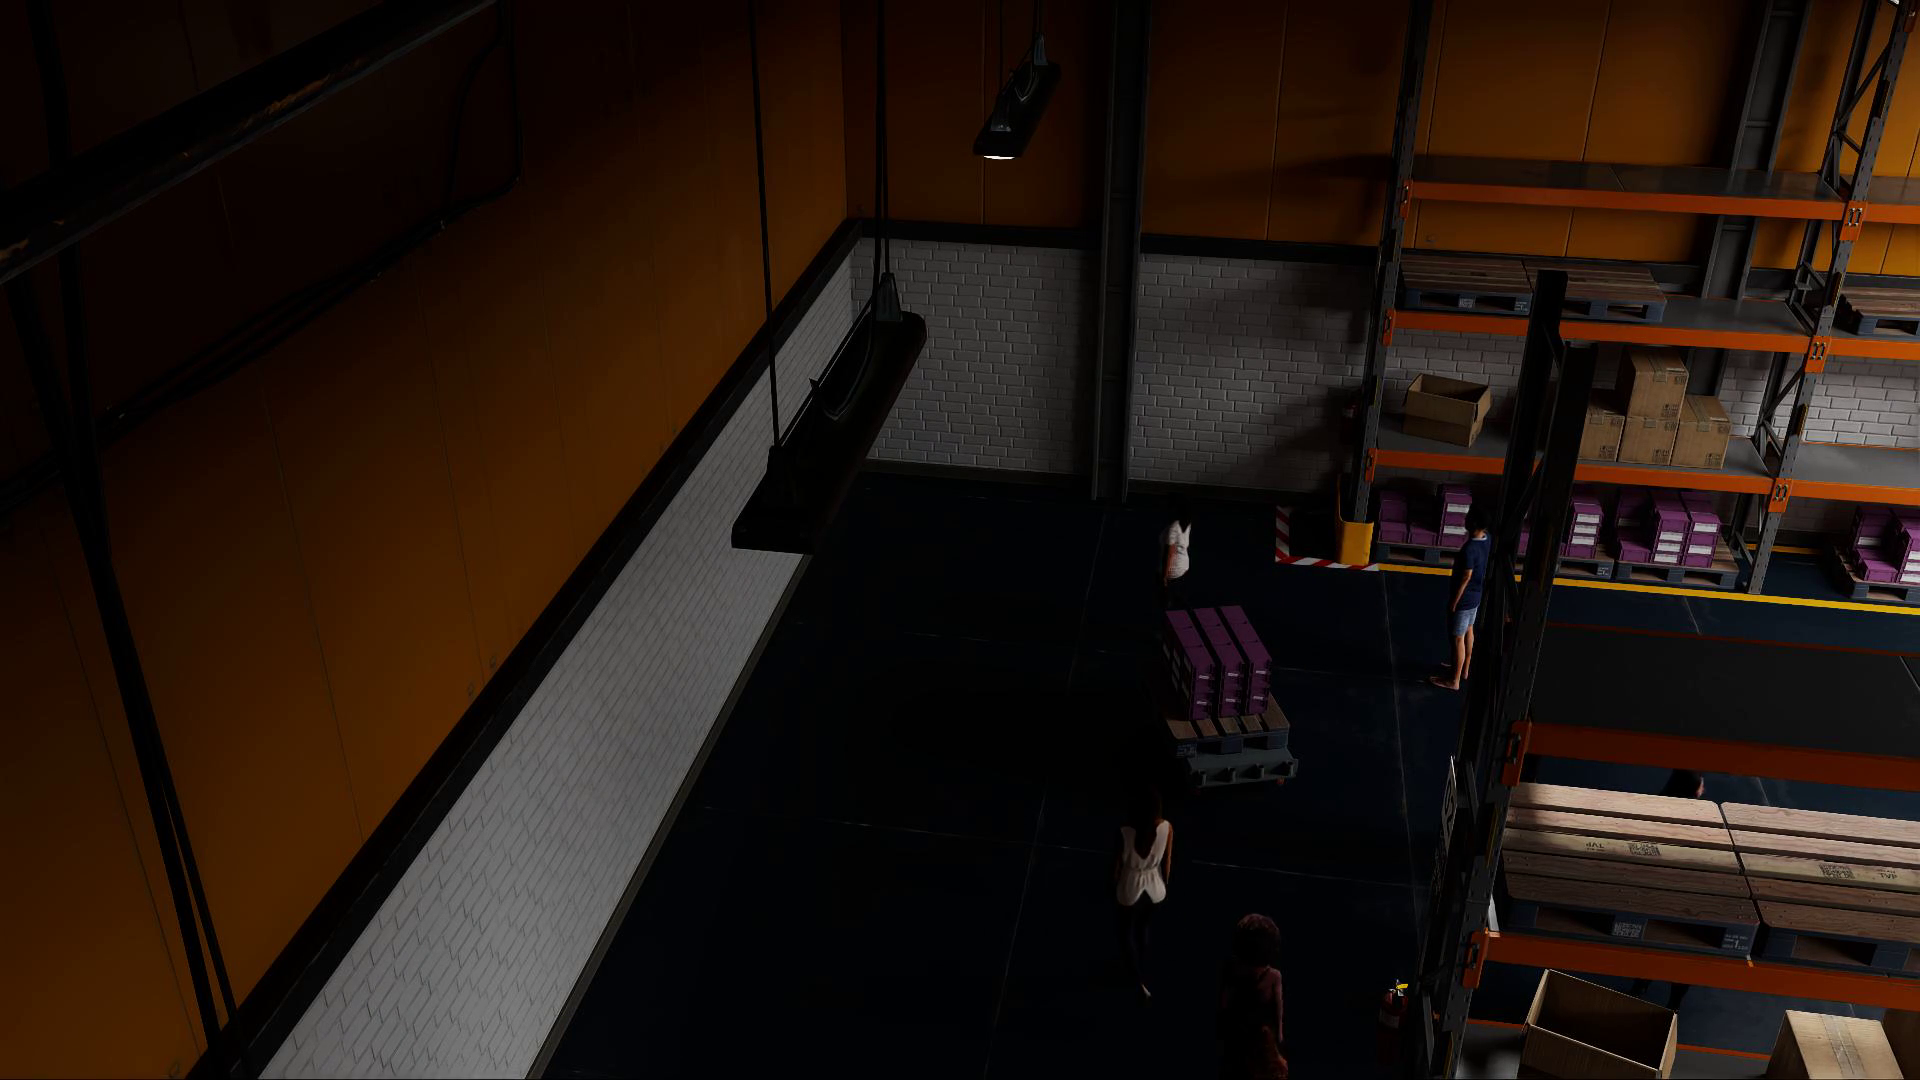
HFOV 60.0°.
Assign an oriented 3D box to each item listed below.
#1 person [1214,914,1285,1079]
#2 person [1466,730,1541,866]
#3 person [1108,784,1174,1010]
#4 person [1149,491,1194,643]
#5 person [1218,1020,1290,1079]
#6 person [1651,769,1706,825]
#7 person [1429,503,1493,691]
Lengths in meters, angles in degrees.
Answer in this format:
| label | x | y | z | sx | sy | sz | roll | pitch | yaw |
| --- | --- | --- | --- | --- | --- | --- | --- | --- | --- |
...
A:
| label | x | y | z | sx | sy | sz | roll | pitch | yaw |
| --- | --- | --- | --- | --- | --- | --- | --- | --- | --- |
| person | 1.779 | 3.127 | 10.418 | 0.740 | 1.777 | 0.747 | 15 | 32 | 26 |
| person | 4.348 | 1.726 | 12.881 | 0.890 | 1.877 | 0.797 | 2 | 29 | 4 |
| person | 1.284 | 2.505 | 11.568 | 0.955 | 1.768 | 0.856 | -5 | 29 | -9 |
| person | 2.099 | 0.303 | 15.749 | 0.858 | 1.630 | 0.723 | 16 | 33 | 27 |
| person | 1.742 | 3.541 | 9.964 | 0.756 | 1.484 | 0.741 | -3 | 29 | -5 |
| person | 4.956 | 2.344 | 11.985 | 1.116 | 1.650 | 0.622 | 5 | 29 | 10 |
| person | 4.617 | 0.508 | 15.143 | 0.720 | 1.850 | 0.707 | 22 | 35 | 34 |
